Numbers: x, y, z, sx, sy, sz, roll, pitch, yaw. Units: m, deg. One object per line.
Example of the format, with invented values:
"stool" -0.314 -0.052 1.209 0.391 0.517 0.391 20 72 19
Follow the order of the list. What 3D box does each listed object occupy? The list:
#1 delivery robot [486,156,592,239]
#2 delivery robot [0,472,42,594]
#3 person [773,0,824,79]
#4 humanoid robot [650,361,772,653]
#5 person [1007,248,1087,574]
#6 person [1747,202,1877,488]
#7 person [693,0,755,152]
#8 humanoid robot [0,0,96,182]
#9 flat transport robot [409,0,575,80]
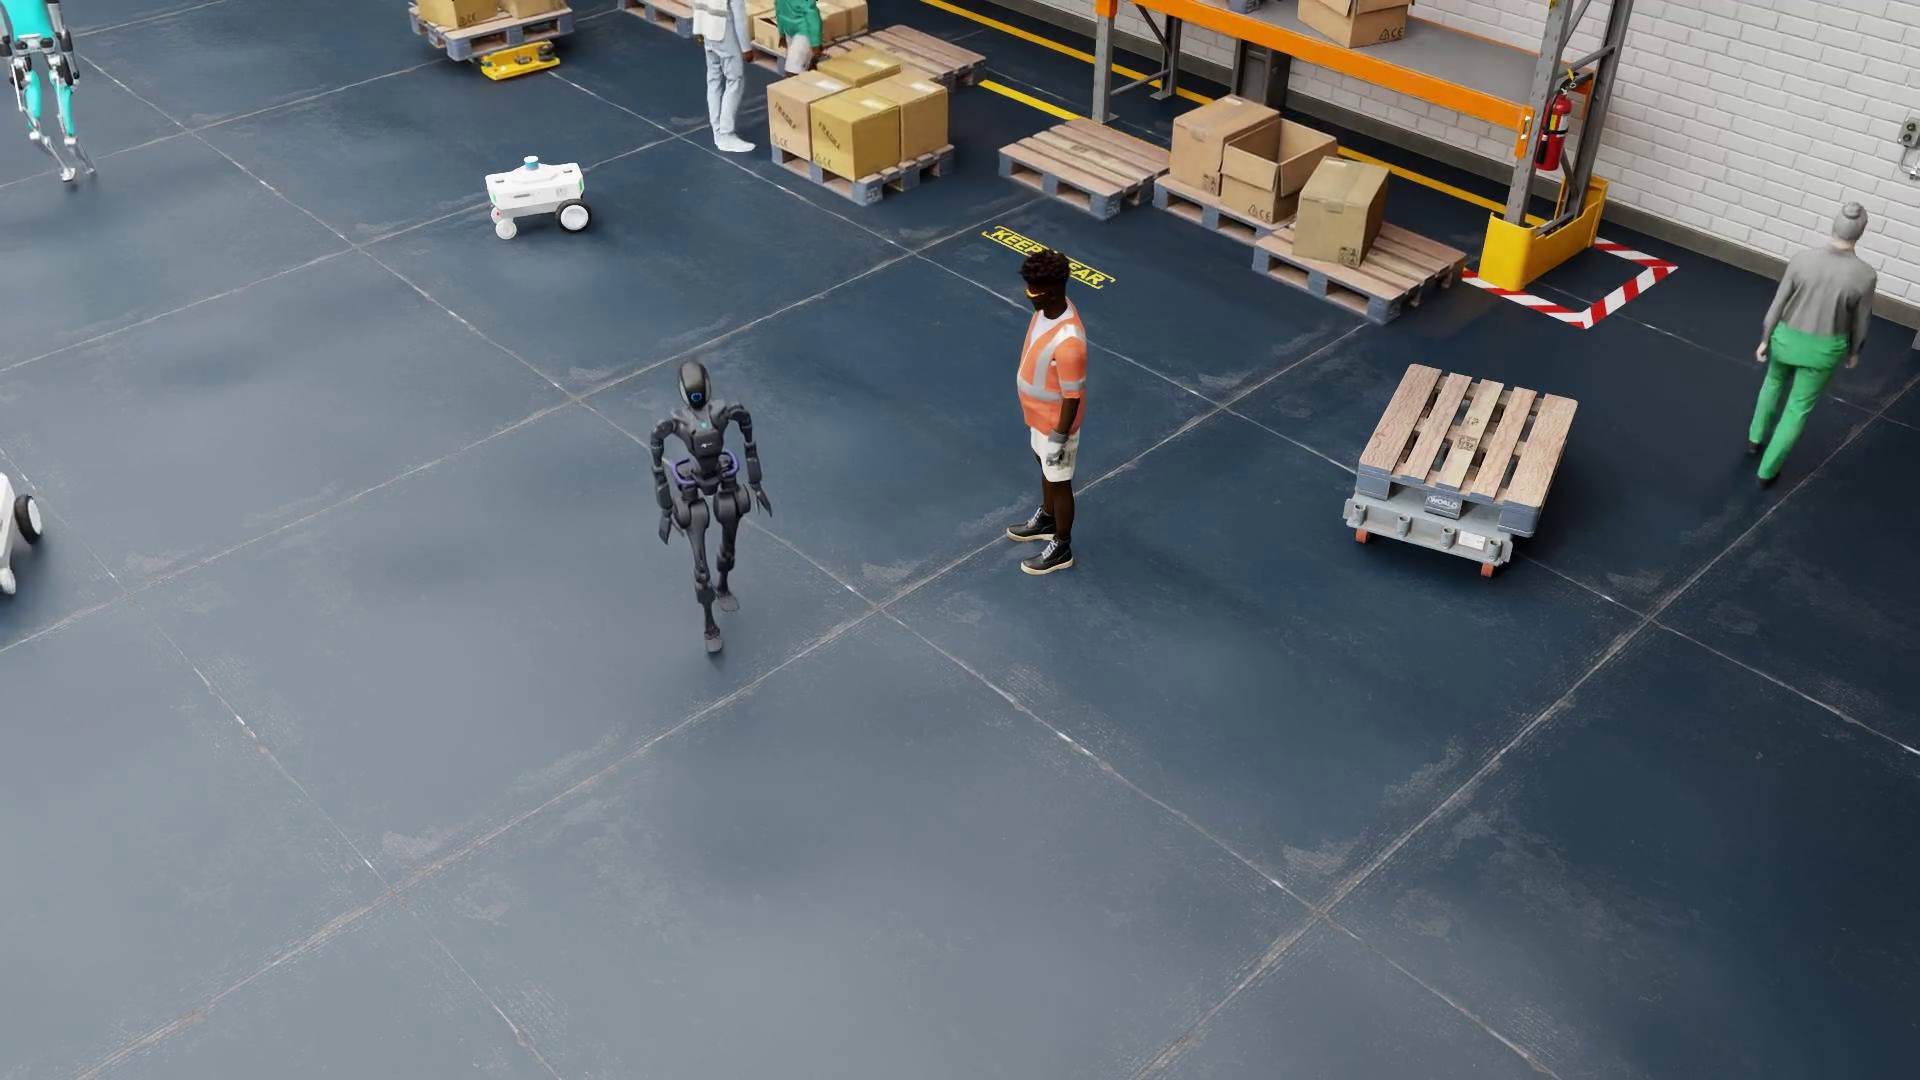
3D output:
"delivery robot" -3.244 -2.657 12.825 0.813 0.609 0.499 -12 39 -16
"delivery robot" -5.545 -0.058 9.387 0.499 0.612 0.813 -11 39 -15
"person" -1.377 -4.188 13.802 0.663 1.810 0.523 -23 43 -27
"humanoid robot" -1.272 -0.204 8.653 0.610 1.635 0.641 -14 39 -18
"person" 0.484 -0.695 9.053 0.377 1.958 0.600 -6 38 -8
"person" 5.053 -1.195 9.827 0.550 1.817 0.713 26 44 30
"person" -1.965 -4.134 13.658 0.637 1.901 0.407 31 47 34
"humanoid robot" -7.204 -3.575 13.066 0.545 1.804 0.791 -11 38 -14
"flat transport robot" -4.418 -4.720 15.783 0.659 0.231 1.431 -25 44 -29
